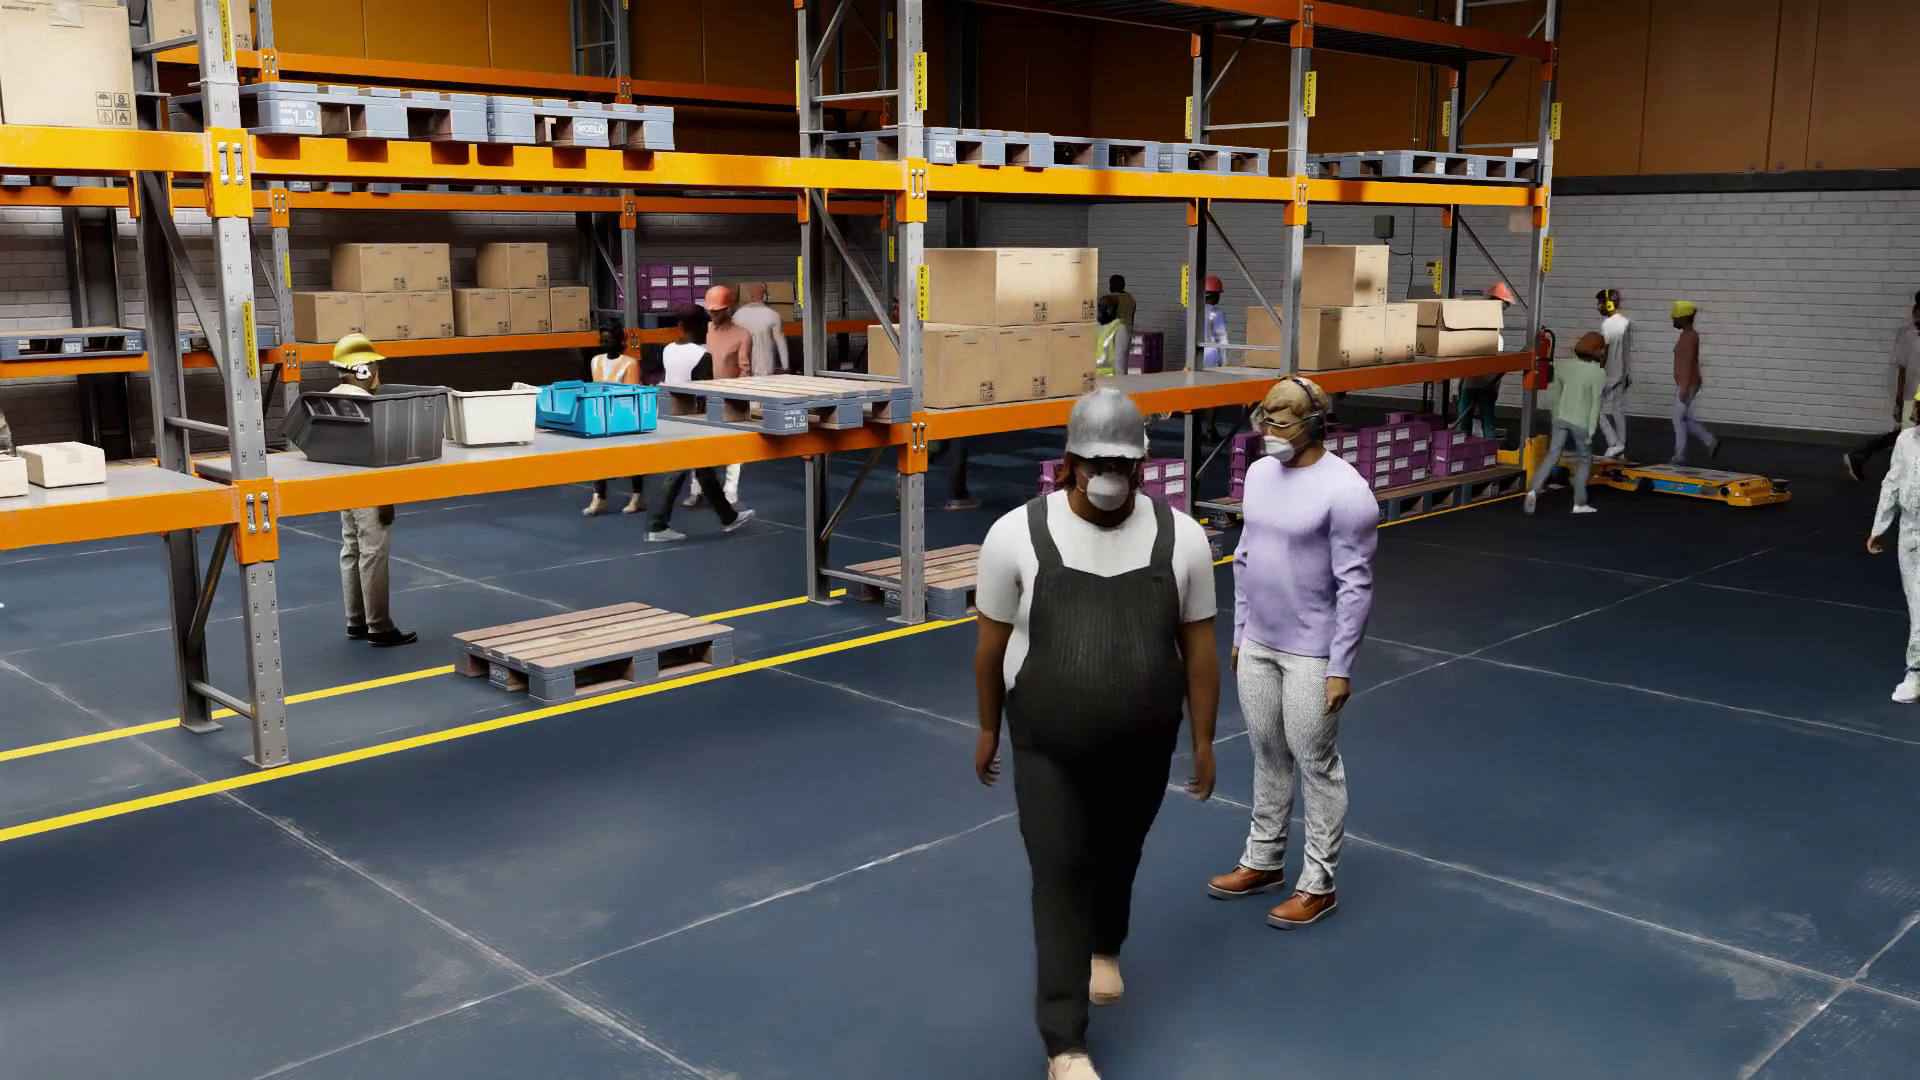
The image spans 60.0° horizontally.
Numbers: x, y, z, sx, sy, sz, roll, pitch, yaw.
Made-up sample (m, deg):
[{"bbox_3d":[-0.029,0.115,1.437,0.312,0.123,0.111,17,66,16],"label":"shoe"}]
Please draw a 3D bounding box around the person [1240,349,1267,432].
[{"bbox_3d":[2.908,-1.278,15.756,0.574,1.614,0.469,5,12,28],"label":"person"}]

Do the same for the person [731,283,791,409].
[{"bbox_3d":[-2.315,-2.061,19.404,0.667,1.853,1.014,5,11,25],"label":"person"}]

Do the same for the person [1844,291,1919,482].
[{"bbox_3d":[8.968,-1.440,15.815,0.802,1.933,0.611,7,12,32],"label":"person"}]

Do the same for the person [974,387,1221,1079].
[{"bbox_3d":[0.410,0.507,4.880,0.706,2.000,1.039,-1,10,-6],"label":"person"}]

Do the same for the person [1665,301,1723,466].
[{"bbox_3d":[7.545,-1.593,17.139,0.575,1.738,0.568,4,11,19],"label":"person"}]

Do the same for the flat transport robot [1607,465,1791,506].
[{"bbox_3d":[6.787,-0.519,15.306,0.652,0.197,1.431,-7,13,-34],"label":"flat transport robot"}]

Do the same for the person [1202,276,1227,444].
[{"bbox_3d":[2.893,-2.077,19.256,0.363,1.936,0.547,-7,12,-33],"label":"person"}]

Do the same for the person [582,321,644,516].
[{"bbox_3d":[-2.981,-1.024,14.217,0.548,1.666,0.705,5,12,28],"label":"person"}]

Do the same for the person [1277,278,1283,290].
[{"bbox_3d":[3.689,-2.012,18.693,0.794,2.009,0.615,-1,10,-7],"label":"person"}]

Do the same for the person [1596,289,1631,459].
[{"bbox_3d":[6.916,-1.730,17.613,0.621,1.841,0.429,-7,12,-32],"label":"person"}]

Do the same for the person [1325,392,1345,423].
[{"bbox_3d":[3.595,-1.592,16.325,0.393,2.040,0.611,-5,11,-24],"label":"person"}]

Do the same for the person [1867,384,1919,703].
[{"bbox_3d":[4.965,-0.018,8.631,0.657,1.724,0.487,-4,11,-20],"label":"person"}]

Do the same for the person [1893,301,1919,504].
[{"bbox_3d":[8.705,-1.238,14.946,0.655,1.842,0.545,-7,13,-34],"label":"person"}]

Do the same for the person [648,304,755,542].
[{"bbox_3d":[-2.068,-0.932,13.209,1.017,1.860,0.609,-8,13,-36],"label":"person"}]

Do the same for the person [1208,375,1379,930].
[{"bbox_3d":[1.166,0.386,5.833,0.373,1.935,0.628,-6,12,-30],"label":"person"}]

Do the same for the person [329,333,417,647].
[{"bbox_3d":[-3.485,-0.290,9.782,0.404,1.837,0.590,-10,14,-43],"label":"person"}]

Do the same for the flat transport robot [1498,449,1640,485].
[{"bbox_3d":[5.989,-0.740,16.510,0.652,0.197,1.431,-5,11,-24],"label":"flat transport robot"}]

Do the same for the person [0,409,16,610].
[{"bbox_3d":[-6.258,-0.469,10.552,0.603,1.908,0.494,4,11,22],"label":"person"}]

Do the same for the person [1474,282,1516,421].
[{"bbox_3d":[5.877,-1.924,18.551,0.530,1.891,0.612,0,10,2],"label":"person"}]

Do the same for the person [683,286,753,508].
[{"bbox_3d":[-2.145,-1.236,14.614,0.630,1.951,0.883,3,11,15],"label":"person"}]

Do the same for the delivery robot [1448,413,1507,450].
[{"bbox_3d":[5.342,-1.082,17.341,0.477,0.478,0.707,-6,12,-29],"label":"delivery robot"}]

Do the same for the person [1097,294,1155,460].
[{"bbox_3d":[1.596,-1.643,17.256,0.882,1.812,0.632,-5,12,-27],"label":"person"}]

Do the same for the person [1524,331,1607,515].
[{"bbox_3d":[5.202,-0.989,14.254,0.770,1.598,0.572,-7,12,-33],"label":"person"}]

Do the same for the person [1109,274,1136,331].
[{"bbox_3d":[2.254,-2.907,24.037,0.429,1.842,0.636,10,14,43],"label":"person"}]

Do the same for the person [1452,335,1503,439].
[{"bbox_3d":[5.173,-1.515,16.682,0.533,1.759,0.343,-2,11,-13],"label":"person"}]

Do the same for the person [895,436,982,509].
[{"bbox_3d":[-0.169,-1.223,14.499,0.720,1.971,0.624,-6,12,-30],"label":"person"}]
